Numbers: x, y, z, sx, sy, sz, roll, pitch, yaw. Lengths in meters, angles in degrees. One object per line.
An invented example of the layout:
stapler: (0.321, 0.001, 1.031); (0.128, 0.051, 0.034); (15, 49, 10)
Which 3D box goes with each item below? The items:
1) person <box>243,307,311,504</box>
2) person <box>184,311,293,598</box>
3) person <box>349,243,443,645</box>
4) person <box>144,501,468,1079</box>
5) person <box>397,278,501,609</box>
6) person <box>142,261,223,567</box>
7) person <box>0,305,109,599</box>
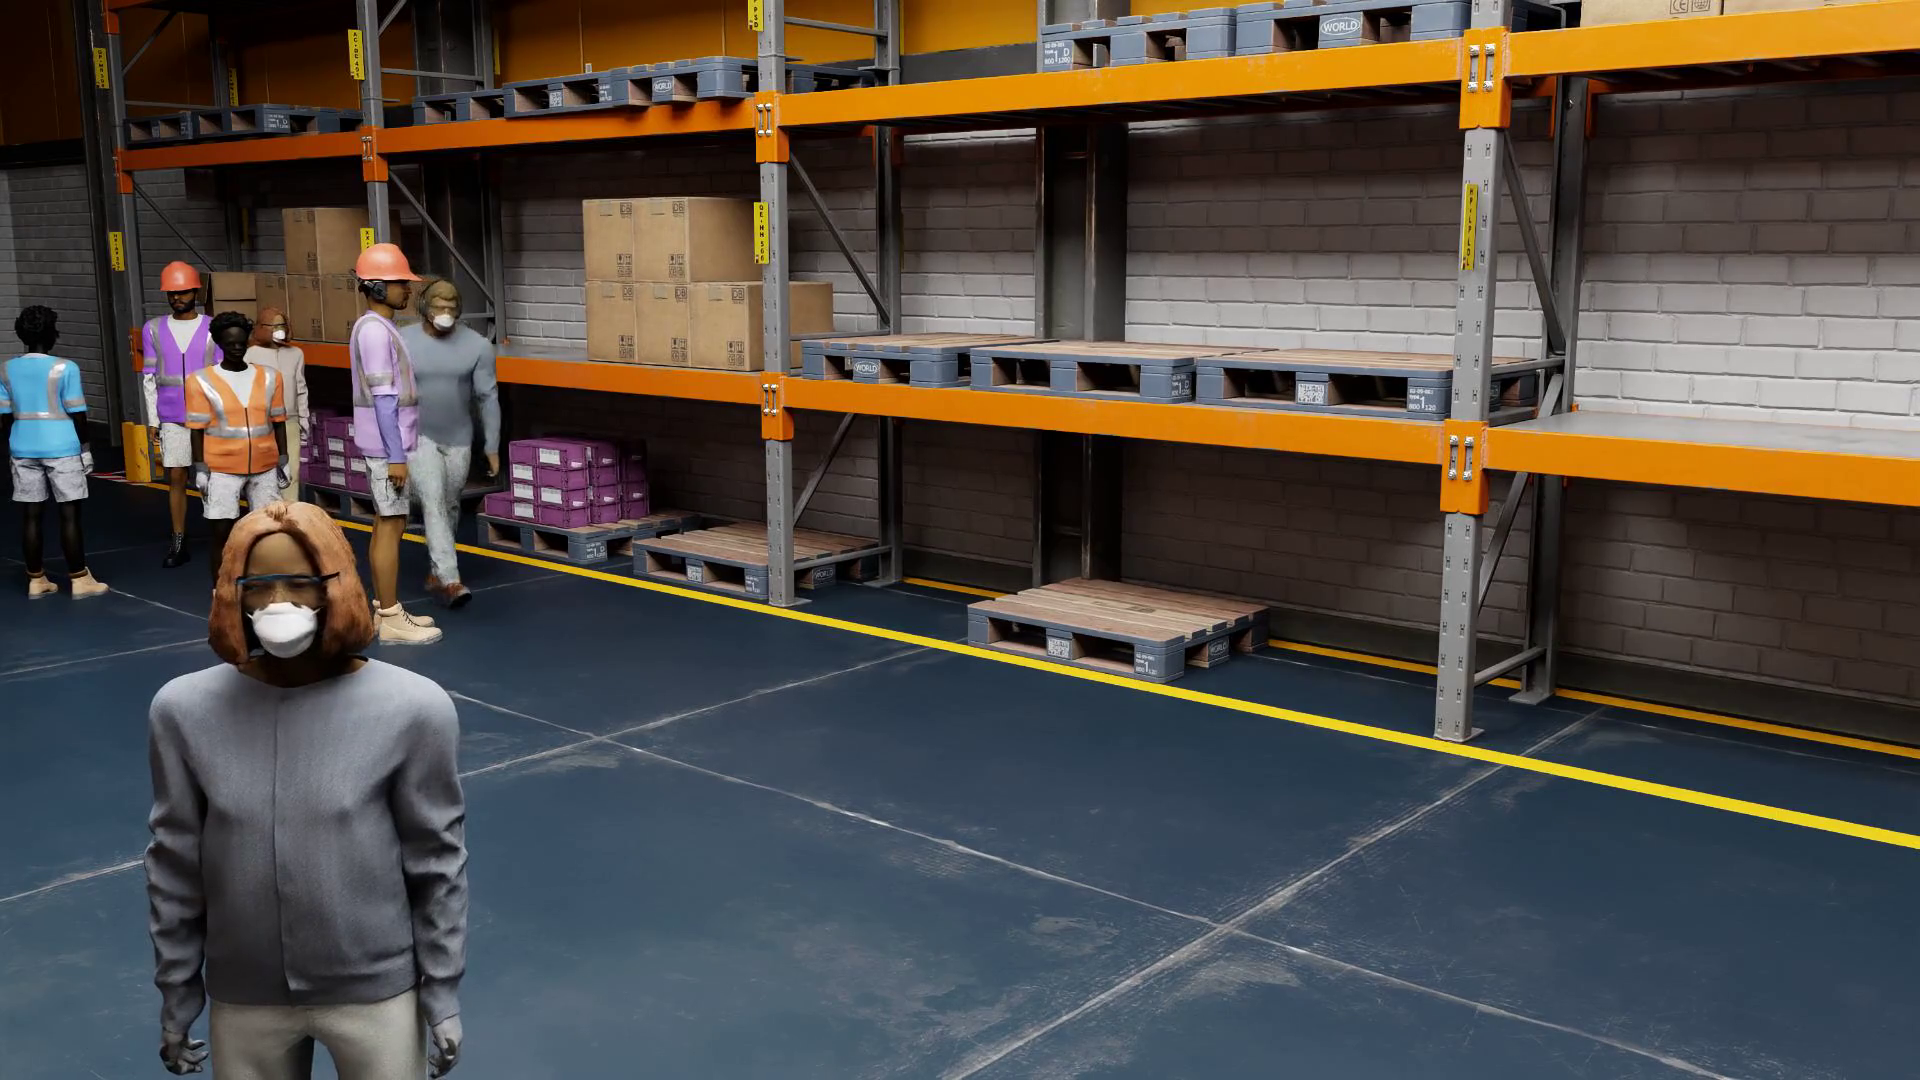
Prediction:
person: (-4.712, -0.791, 11.477); (0.285, 1.626, 0.495); (6, 12, 32)
person: (-3.899, -0.391, 9.015); (0.538, 1.690, 0.321); (-9, 13, -42)
person: (-2.908, -0.484, 8.531); (0.375, 2.044, 0.607); (-4, 11, -23)
person: (-1.047, 0.744, 2.698); (0.500, 1.636, 0.282); (-1, 10, -5)
person: (-2.962, -0.561, 9.526); (0.632, 1.850, 1.105); (-5, 11, -24)
person: (-4.891, -0.792, 10.582); (0.544, 1.939, 0.355); (-3, 10, -15)
person: (-5.249, -0.496, 9.581); (0.530, 1.697, 0.322); (1, 10, 6)
